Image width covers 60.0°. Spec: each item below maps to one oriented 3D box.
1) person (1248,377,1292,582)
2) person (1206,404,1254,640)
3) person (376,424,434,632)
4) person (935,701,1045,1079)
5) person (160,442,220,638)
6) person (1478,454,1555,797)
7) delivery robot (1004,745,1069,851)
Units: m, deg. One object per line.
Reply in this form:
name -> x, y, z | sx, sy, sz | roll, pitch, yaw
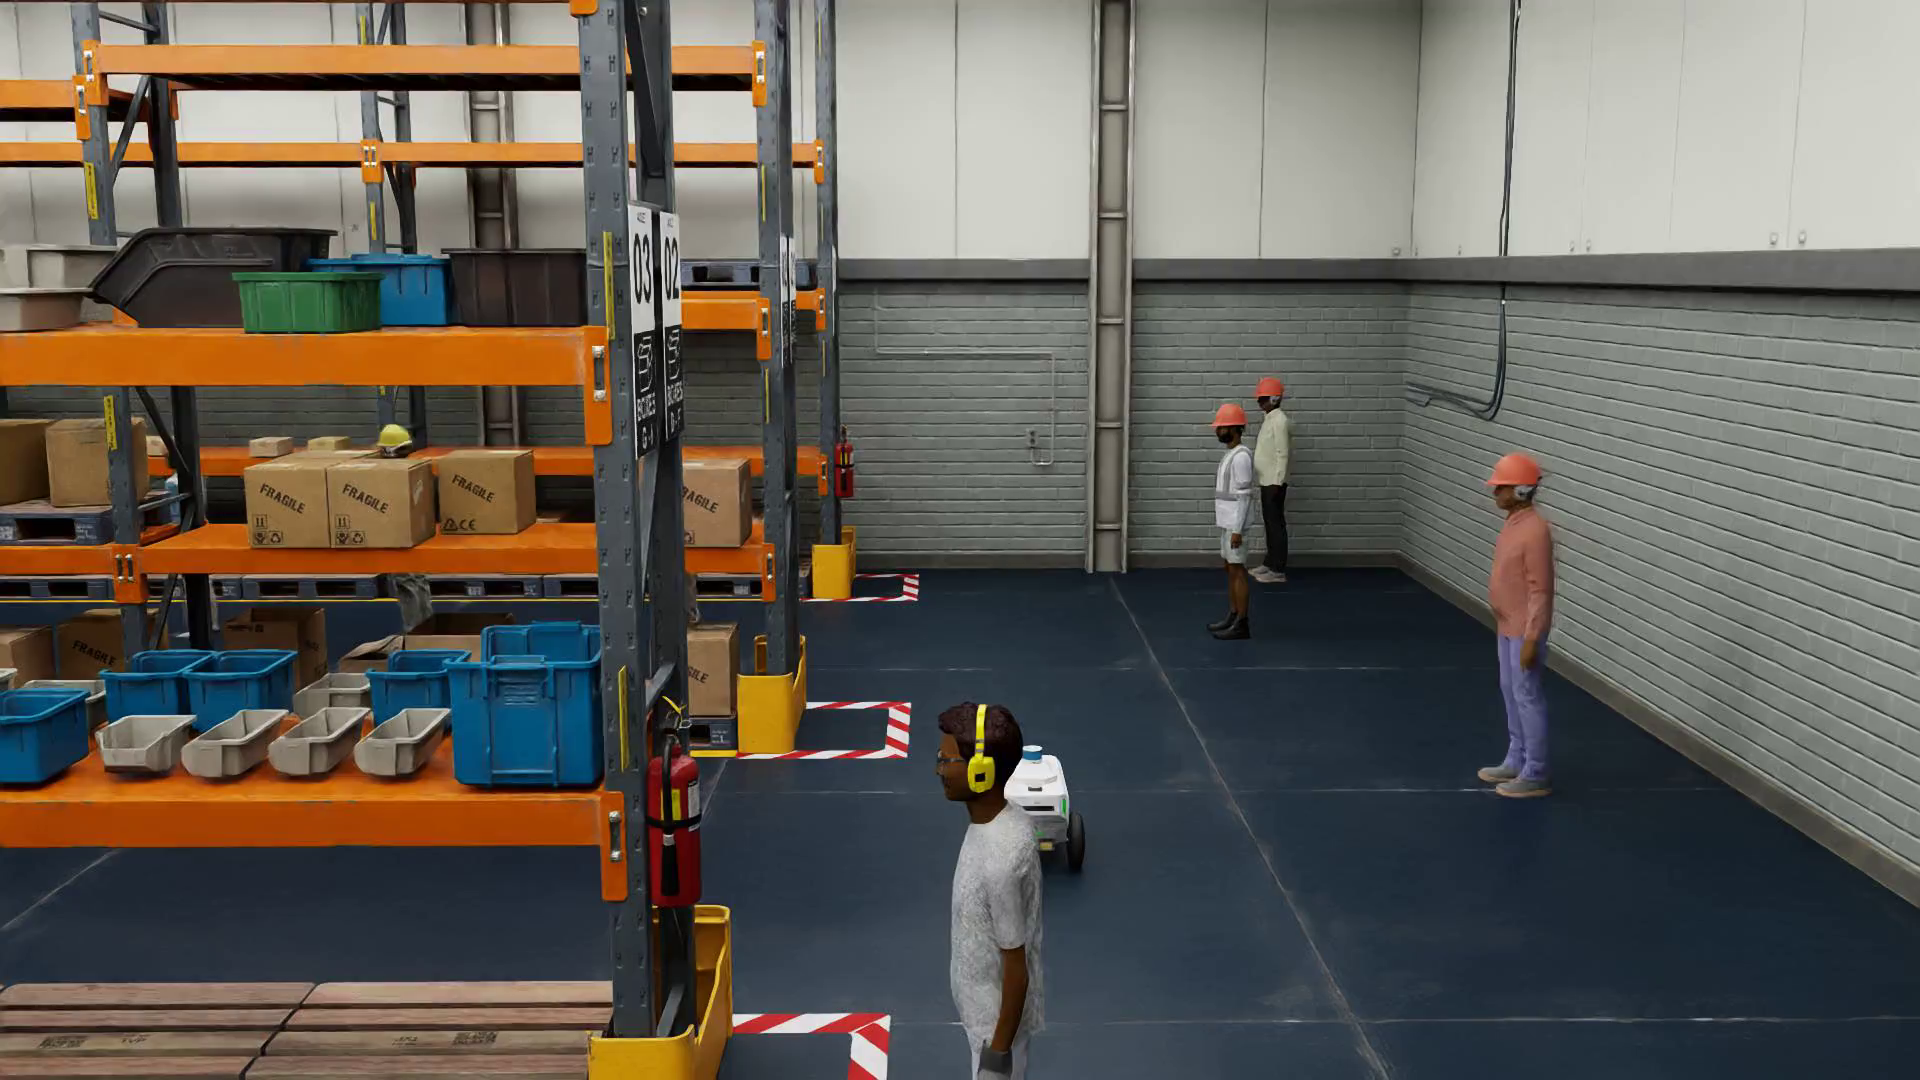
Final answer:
person -> 3.013, -0.585, 16.157 | 0.402, 1.990, 0.622 | 0, 9, -1
person -> 2.216, -0.149, 13.655 | 0.373, 1.934, 0.551 | 0, 9, -1
person -> -4.377, 0.009, 13.080 | 0.407, 1.820, 0.613 | 1, 9, 6
person -> 0.080, 1.359, 4.619 | 0.310, 1.868, 0.533 | 0, 9, -1
person -> -6.349, 0.006, 13.688 | 0.345, 1.626, 0.528 | 0, 9, -2
person -> 3.220, 0.499, 9.594 | 0.466, 1.979, 0.642 | 0, 9, 3
delivery robot -> 0.375, 1.312, 8.640 | 0.477, 0.478, 0.707 | 0, 9, -1
